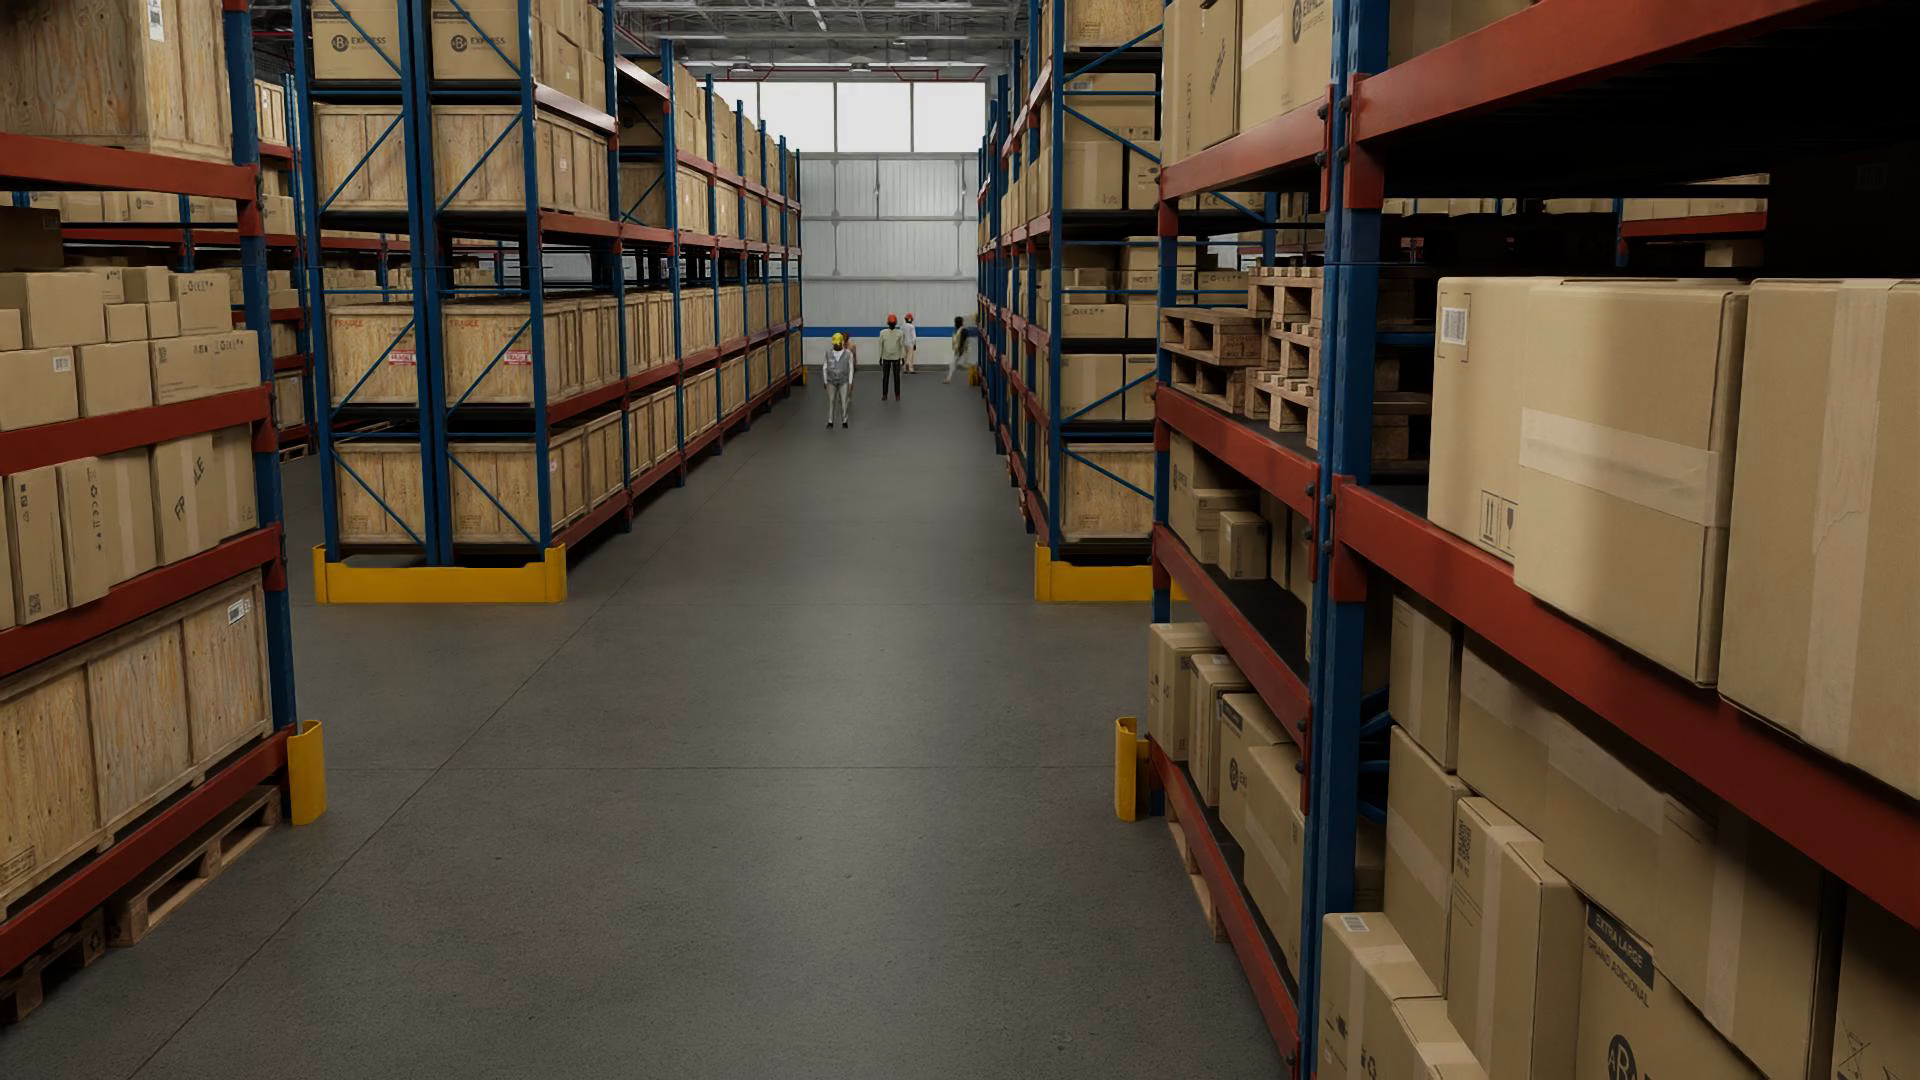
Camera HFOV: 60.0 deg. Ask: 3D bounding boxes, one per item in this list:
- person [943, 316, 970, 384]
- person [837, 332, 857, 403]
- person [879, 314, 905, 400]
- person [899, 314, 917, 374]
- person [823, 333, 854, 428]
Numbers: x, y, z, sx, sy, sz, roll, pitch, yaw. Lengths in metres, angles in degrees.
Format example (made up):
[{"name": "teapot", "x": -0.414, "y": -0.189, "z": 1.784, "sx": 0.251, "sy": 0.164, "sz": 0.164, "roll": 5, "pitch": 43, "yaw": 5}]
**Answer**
[{"name": "person", "x": 0.026, "y": -4.990, "z": 43.736, "sx": 0.871, "sy": 1.809, "sz": 0.631, "roll": -5, "pitch": 10, "yaw": -28}, {"name": "person", "x": -2.588, "y": -3.879, "z": 37.554, "sx": 0.523, "sy": 1.596, "sz": 0.830, "roll": 0, "pitch": 9, "yaw": 0}, {"name": "person", "x": -1.578, "y": -4.222, "z": 38.445, "sx": 0.609, "sy": 1.997, "sz": 0.374, "roll": 0, "pitch": 9, "yaw": -1}, {"name": "person", "x": -1.479, "y": -5.652, "z": 47.984, "sx": 0.563, "sy": 1.742, "sz": 0.338, "roll": 7, "pitch": 11, "yaw": 36}, {"name": "person", "x": -2.321, "y": -3.028, "z": 31.660, "sx": 0.588, "sy": 1.822, "sz": 0.403, "roll": 0, "pitch": 9, "yaw": -1}]
